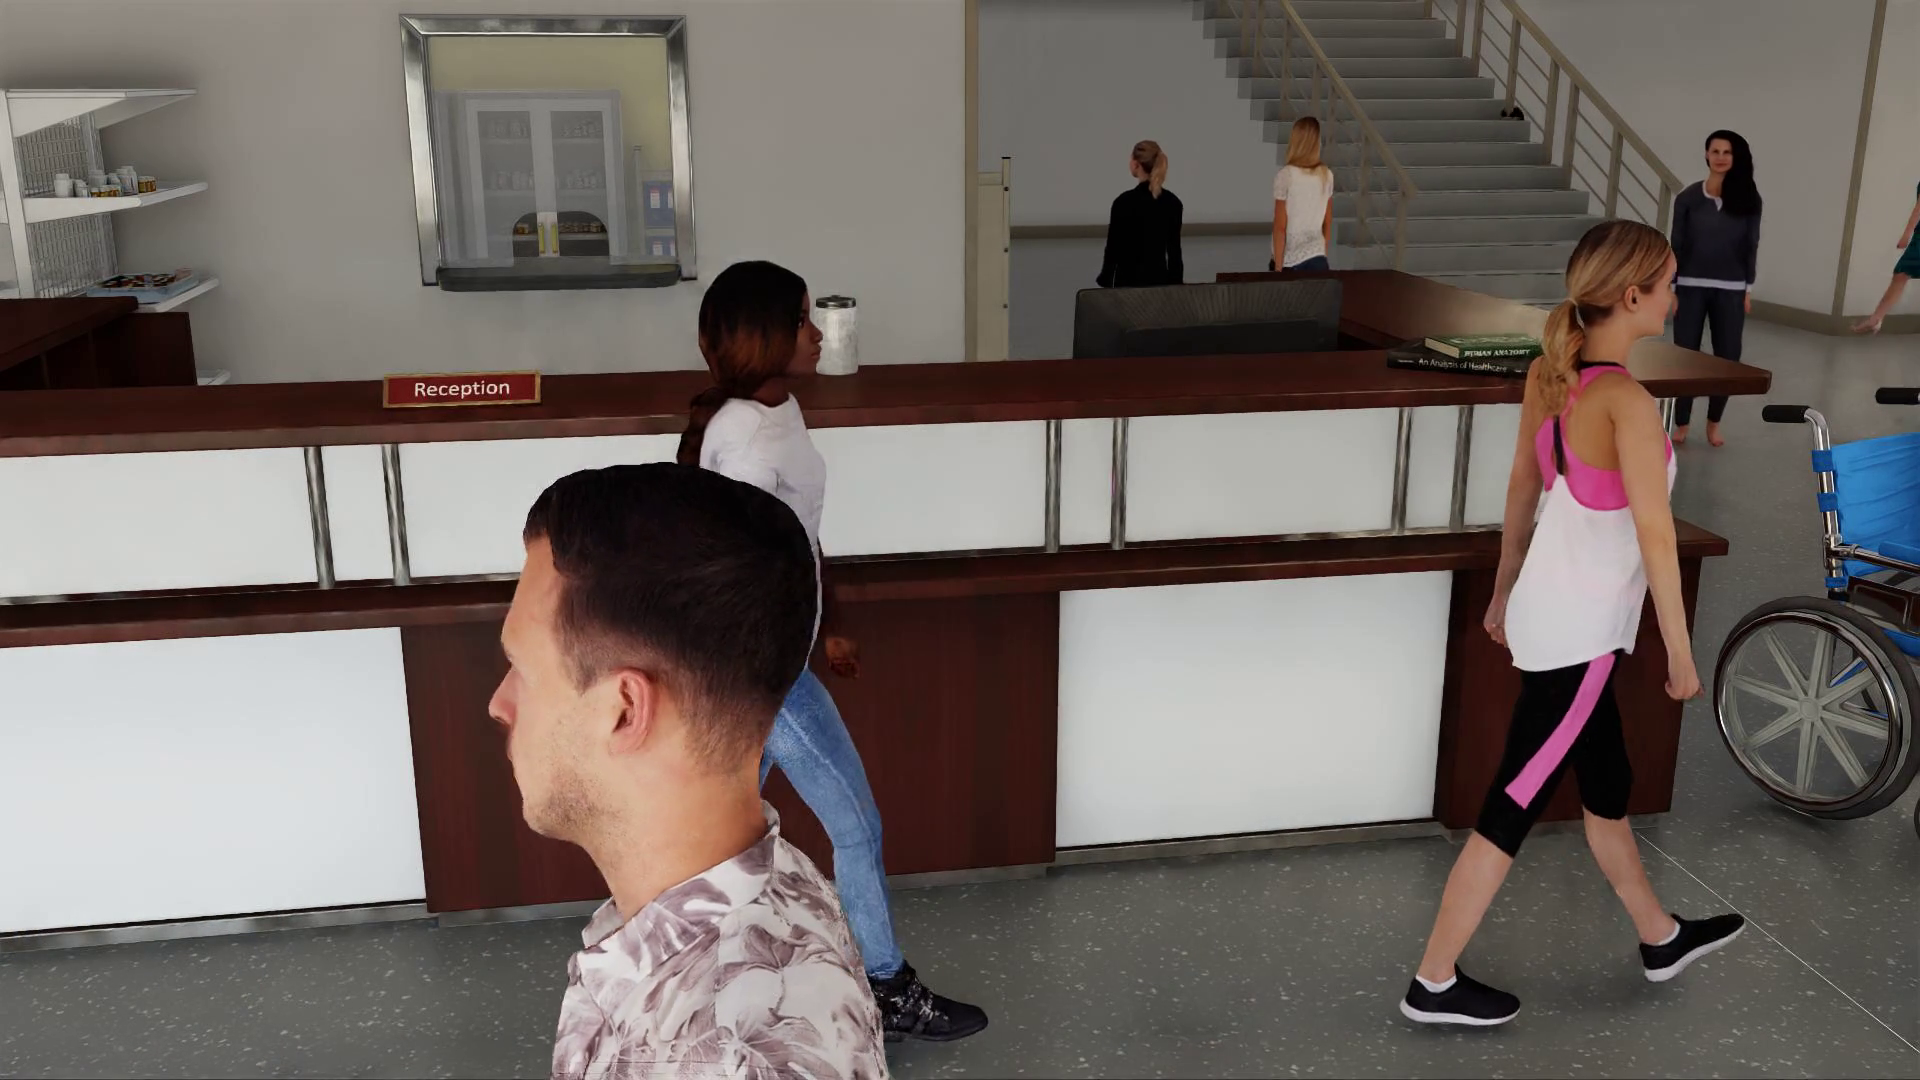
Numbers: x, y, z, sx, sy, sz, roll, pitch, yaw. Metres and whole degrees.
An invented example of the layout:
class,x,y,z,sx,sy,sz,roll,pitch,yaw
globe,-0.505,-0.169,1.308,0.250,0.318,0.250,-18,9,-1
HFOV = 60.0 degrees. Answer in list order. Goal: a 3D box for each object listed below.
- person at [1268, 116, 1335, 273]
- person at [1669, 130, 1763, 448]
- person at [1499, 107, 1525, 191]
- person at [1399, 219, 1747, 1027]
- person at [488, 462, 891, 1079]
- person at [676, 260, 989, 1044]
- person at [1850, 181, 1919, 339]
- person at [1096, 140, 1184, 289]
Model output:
class,x,y,z,sx,sy,sz,roll,pitch,yaw
person,2.137,-1.638,10.163,0.674,1.769,1.197,-4,16,-14
person,4.188,-1.384,9.289,0.712,1.754,0.732,5,17,18
person,5.608,-3.452,16.703,0.941,1.710,1.043,-13,20,-39
person,1.189,0.246,3.513,0.715,1.750,1.011,-2,16,-6
person,-0.151,0.827,1.344,0.760,1.810,0.566,-5,17,-17
person,-0.479,0.294,3.467,0.742,1.683,1.080,-1,16,-2
person,7.407,-2.242,12.562,1.124,1.629,0.997,13,20,38
person,1.067,-1.318,9.238,0.878,1.654,1.171,-10,19,-32
